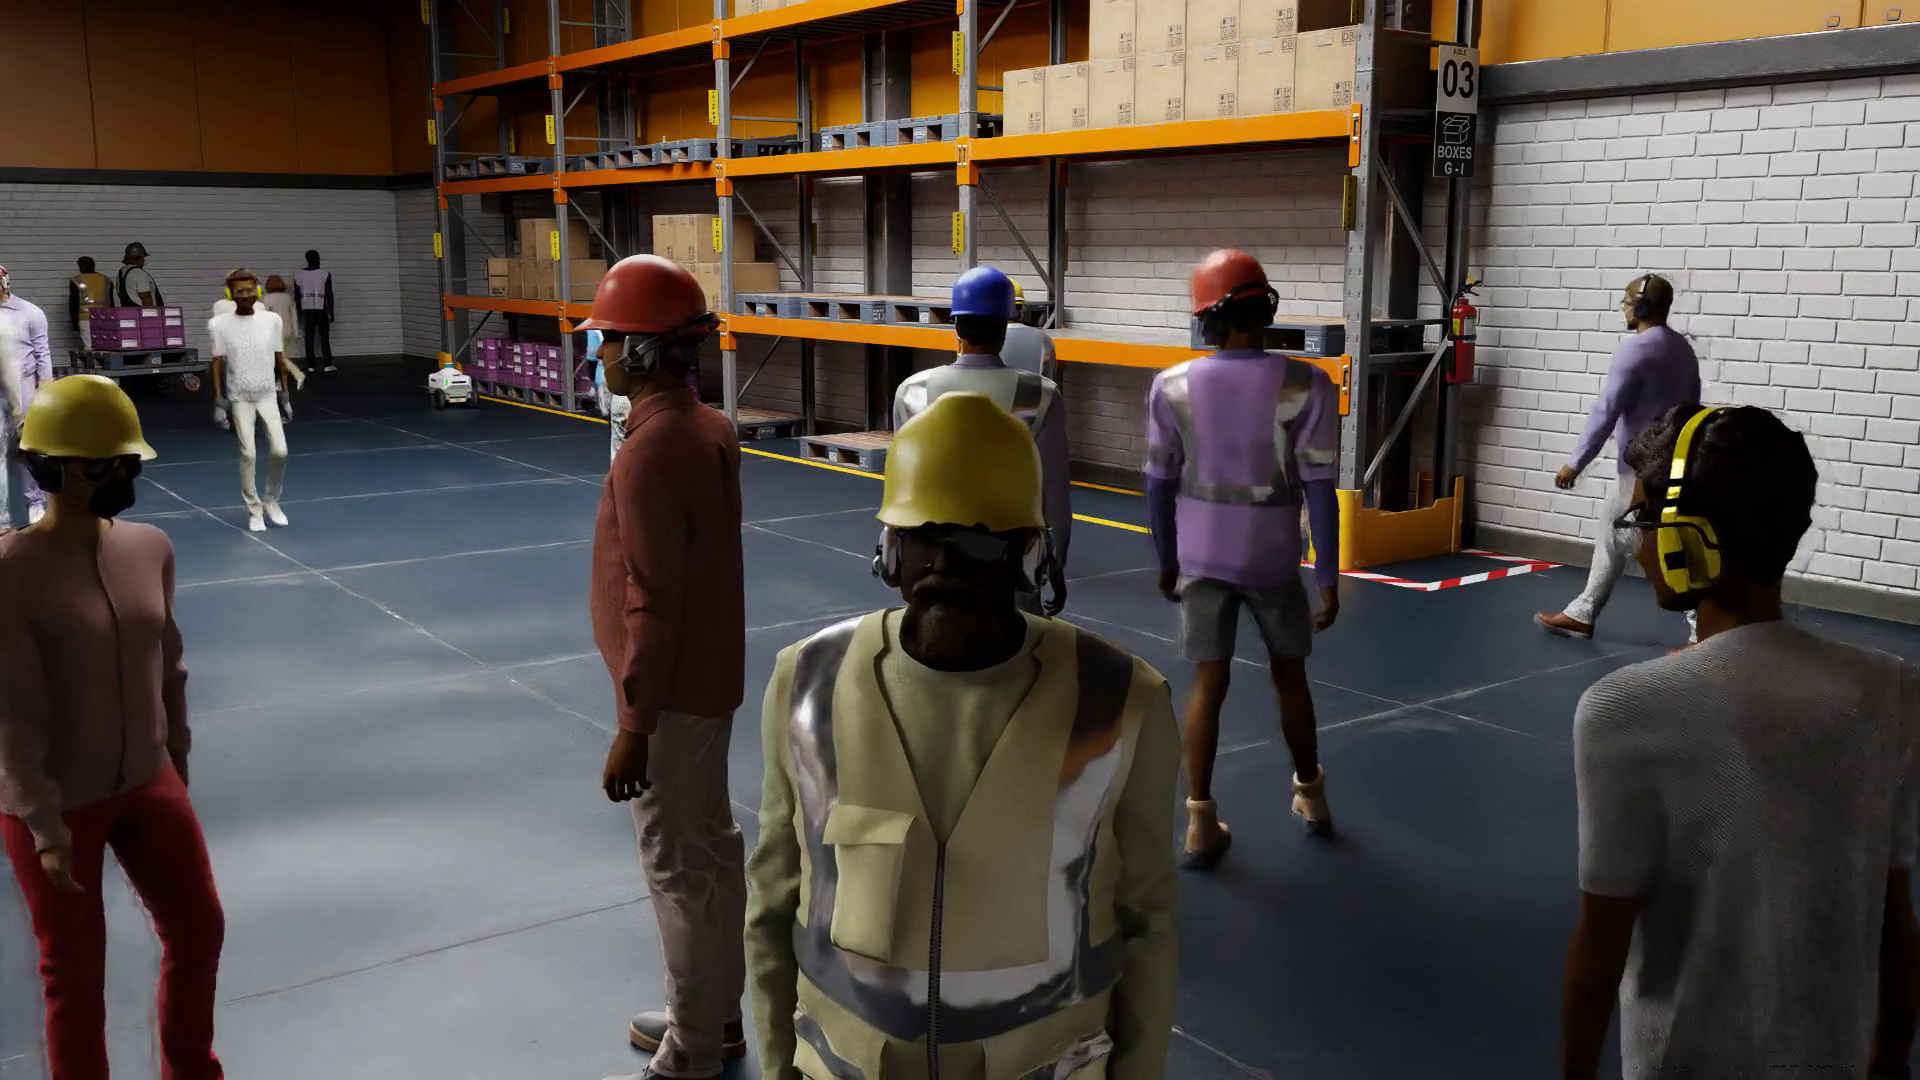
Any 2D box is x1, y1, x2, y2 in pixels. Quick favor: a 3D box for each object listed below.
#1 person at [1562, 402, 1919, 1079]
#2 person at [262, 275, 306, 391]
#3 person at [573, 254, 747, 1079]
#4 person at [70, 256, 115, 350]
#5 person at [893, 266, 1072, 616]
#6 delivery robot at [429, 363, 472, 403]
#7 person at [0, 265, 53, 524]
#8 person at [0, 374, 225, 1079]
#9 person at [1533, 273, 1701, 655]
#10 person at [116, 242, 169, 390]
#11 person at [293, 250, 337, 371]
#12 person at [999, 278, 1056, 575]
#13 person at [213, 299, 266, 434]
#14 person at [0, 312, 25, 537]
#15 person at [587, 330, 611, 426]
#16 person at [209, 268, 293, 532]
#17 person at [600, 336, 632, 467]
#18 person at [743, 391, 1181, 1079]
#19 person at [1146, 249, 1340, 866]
[{"bbox_3d":[1.027,0.750,2.114,0.541,1.837,0.778,-3,10,-14],"label":"person"},{"bbox_3d":[-9.199,-2.808,22.636,0.699,1.602,0.498,4,11,22],"label":"person"},{"bbox_3d":[-0.681,0.346,3.876,0.379,1.996,0.609,1,10,6],"label":"person"},{"bbox_3d":[-12.775,-3.256,24.518,0.428,1.838,0.625,8,13,38],"label":"person"},{"bbox_3d":[0.076,0.059,5.621,0.615,1.945,0.397,2,10,13],"label":"person"},{"bbox_3d":[-6.249,-1.925,20.372,0.477,0.478,0.707,-7,12,-34],"label":"delivery robot"},{"bbox_3d":[-6.850,-1.039,11.887,0.652,1.906,0.402,-3,11,-18],"label":"person"},{"bbox_3d":[-1.771,0.537,3.475,0.398,1.761,0.543,4,11,22],"label":"person"},{"bbox_3d":[3.374,-0.351,8.134,1.051,1.890,0.631,9,14,42],"label":"person"},{"bbox_3d":[-11.359,-3.115,23.137,0.684,2.000,0.538,7,12,35],"label":"person"},{"bbox_3d":[-10.225,-3.628,26.360,0.590,1.916,0.398,0,10,-2],"label":"person"},{"bbox_3d":[0.293,-0.673,10.085,0.591,1.823,0.405,-5,11,-28],"label":"person"},{"bbox_3d":[-7.642,-2.007,17.776,0.559,1.733,0.795,-2,10,-13],"label":"person"},{"bbox_3d":[-6.566,-0.877,11.000,0.677,1.894,0.451,-1,10,-8],"label":"person"},{"bbox_3d":[-2.923,-1.341,14.302,0.542,1.649,0.891,-6,12,-31],"label":"person"},{"bbox_3d":[-4.955,-0.971,11.652,0.540,1.854,0.394,-7,12,-33],"label":"person"},{"bbox_3d":[-2.269,-0.916,11.650,0.483,1.745,0.304,4,11,22],"label":"person"},{"bbox_3d":[-0.006,0.717,2.247,0.590,1.837,0.403,1,10,8],"label":"person"},{"bbox_3d":[0.952,0.053,5.534,0.659,1.994,0.761,4,11,21],"label":"person"}]
